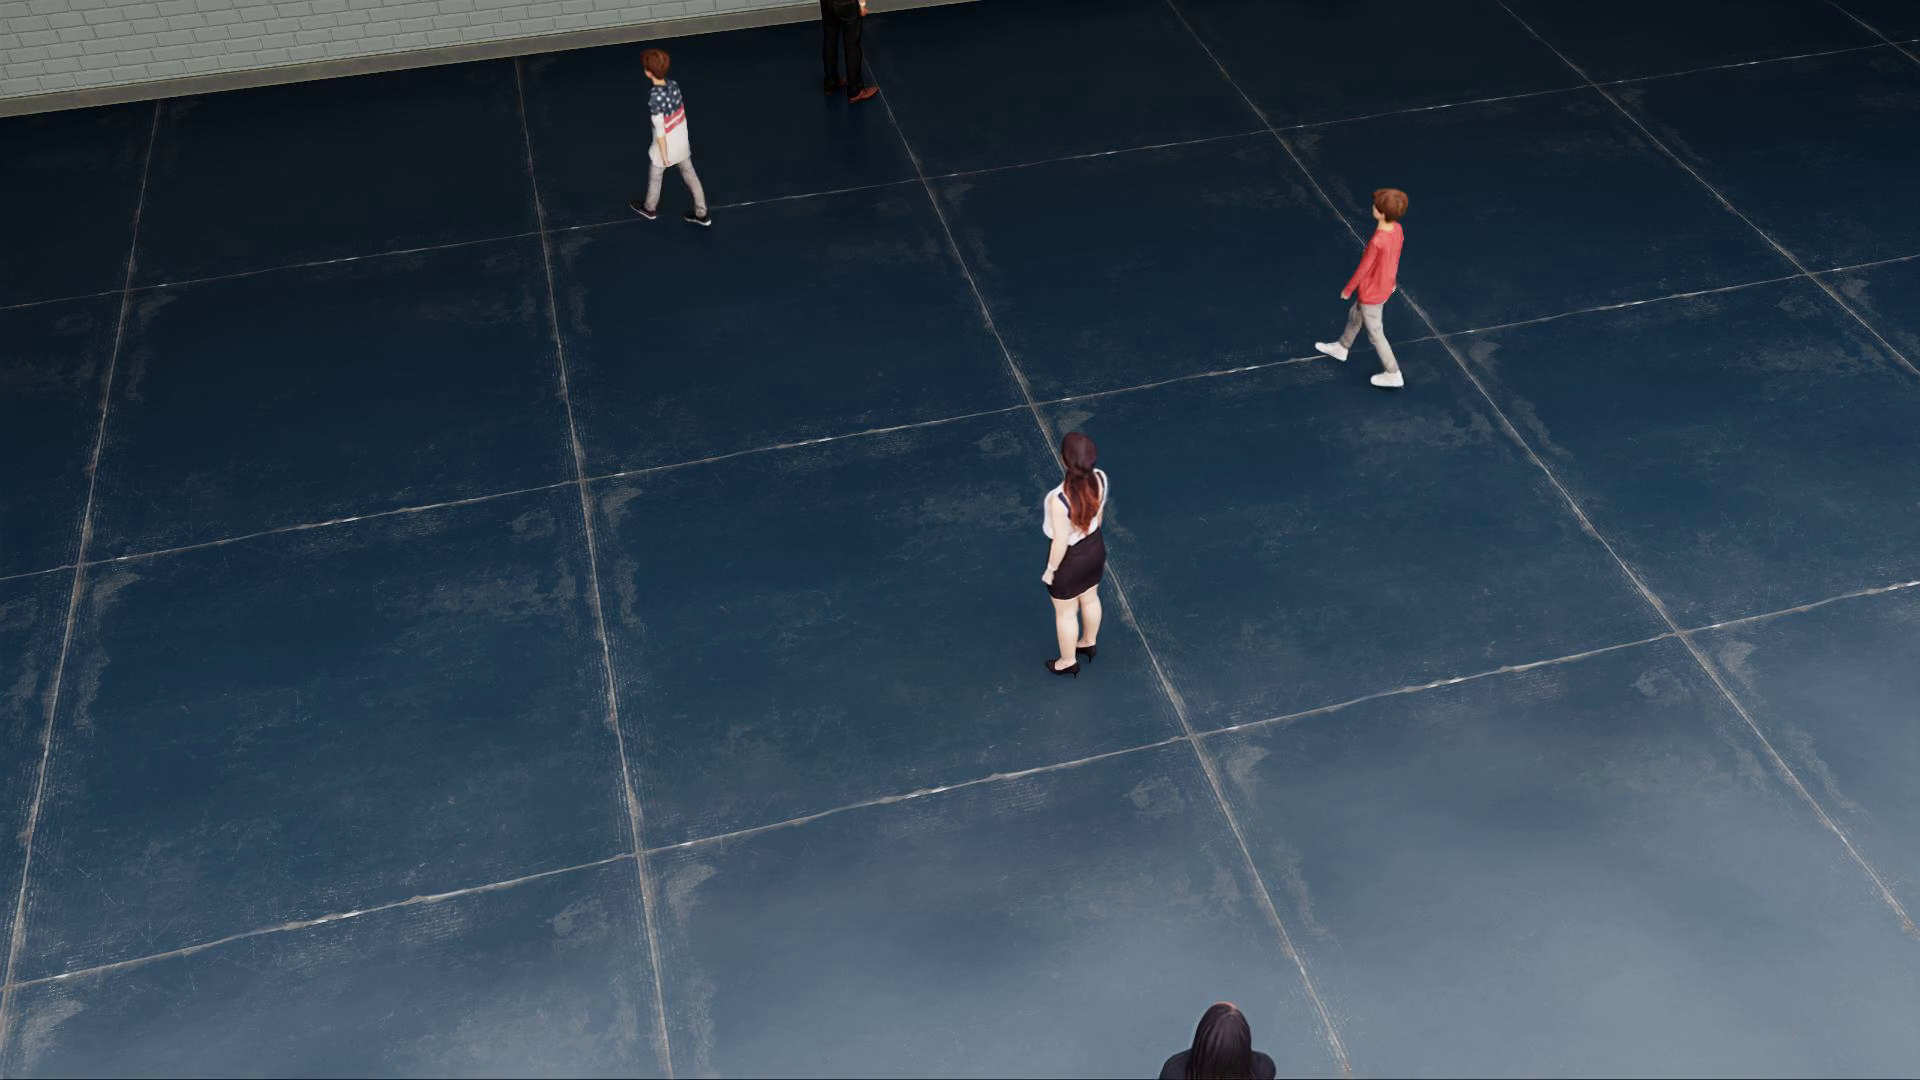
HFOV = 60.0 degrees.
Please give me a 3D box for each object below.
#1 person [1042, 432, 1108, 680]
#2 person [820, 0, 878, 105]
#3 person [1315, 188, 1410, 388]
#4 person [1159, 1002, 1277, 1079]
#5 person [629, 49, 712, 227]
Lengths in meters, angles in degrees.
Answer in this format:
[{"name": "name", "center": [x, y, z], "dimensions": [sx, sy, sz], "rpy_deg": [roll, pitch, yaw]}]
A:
[{"name": "person", "center": [0.610, 0.095, 8.877], "dimensions": [0.663, 1.647, 0.643], "rpy_deg": [34, 53, 31]}, {"name": "person", "center": [-0.985, -4.478, 13.698], "dimensions": [0.729, 1.753, 0.807], "rpy_deg": [25, 48, 24]}, {"name": "person", "center": [2.781, -1.616, 10.897], "dimensions": [0.961, 1.392, 0.869], "rpy_deg": [25, 49, 24]}, {"name": "person", "center": [0.952, 2.312, 6.444], "dimensions": [0.633, 1.729, 0.625], "rpy_deg": [-5, 43, -6]}, {"name": "person", "center": [-2.086, -2.938, 12.300], "dimensions": [0.932, 1.409, 0.877], "rpy_deg": [22, 47, 22]}]
